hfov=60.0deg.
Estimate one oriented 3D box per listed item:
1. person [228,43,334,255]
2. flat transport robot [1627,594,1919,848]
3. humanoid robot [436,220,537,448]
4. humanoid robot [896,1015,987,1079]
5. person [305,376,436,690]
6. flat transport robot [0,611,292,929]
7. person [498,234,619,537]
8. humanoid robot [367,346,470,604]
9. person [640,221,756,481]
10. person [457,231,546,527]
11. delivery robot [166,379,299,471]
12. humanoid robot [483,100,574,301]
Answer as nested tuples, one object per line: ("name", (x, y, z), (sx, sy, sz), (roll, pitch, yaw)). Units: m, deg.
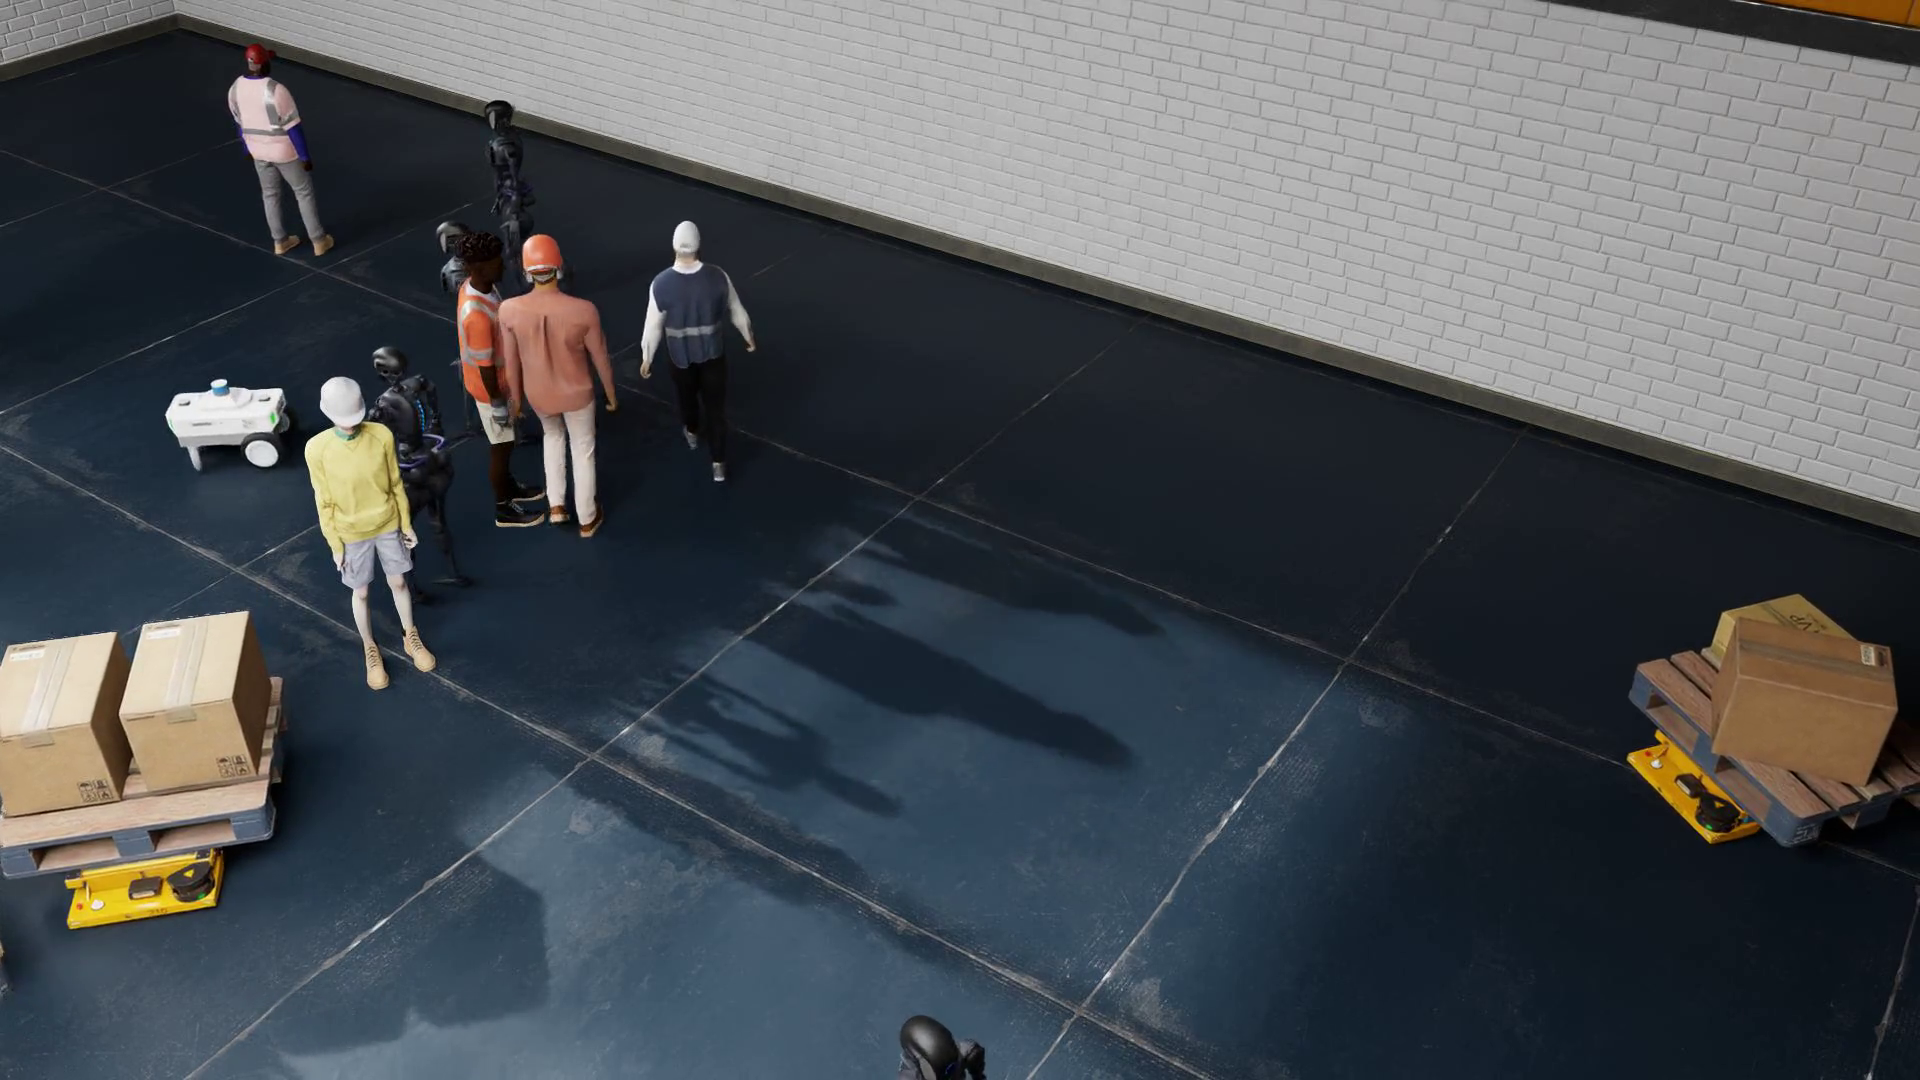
("person", (-5.536, -3.153, 13.483), (0.615, 1.743, 0.418), (6, 36, 9))
("flat transport robot", (4.280, 1.142, 8.632), (1.431, 0.231, 0.659), (-11, 37, -16))
("humanoid robot", (-3.202, -1.322, 10.956), (0.626, 1.644, 0.590), (-7, 36, -11))
("humanoid robot", (-0.042, 2.235, 5.876), (0.769, 1.630, 0.611), (26, 43, 32))
("person", (-3.178, -0.058, 8.940), (0.472, 1.885, 0.405), (-20, 40, -26))
("flat transport robot", (-4.008, 1.327, 8.368), (0.659, 0.231, 1.431), (-8, 36, -11))
("person", (-2.394, -0.911, 10.076), (0.646, 1.974, 0.444), (3, 35, 4))
("humanoid robot", (-3.163, -0.398, 9.598), (0.394, 1.649, 0.601), (14, 37, 20))
("person", (-1.700, -1.239, 10.787), (0.784, 1.722, 0.851), (-8, 36, -11))
("person", (-2.836, -0.976, 10.190), (0.375, 1.958, 0.604), (-7, 36, -10))
("delivery robot", (-4.863, -0.790, 11.144), (0.767, 0.595, 0.515), (-4, 35, -5))
("humanoid robot", (-3.363, -2.602, 12.759), (0.534, 1.635, 0.585), (-17, 39, -23))
